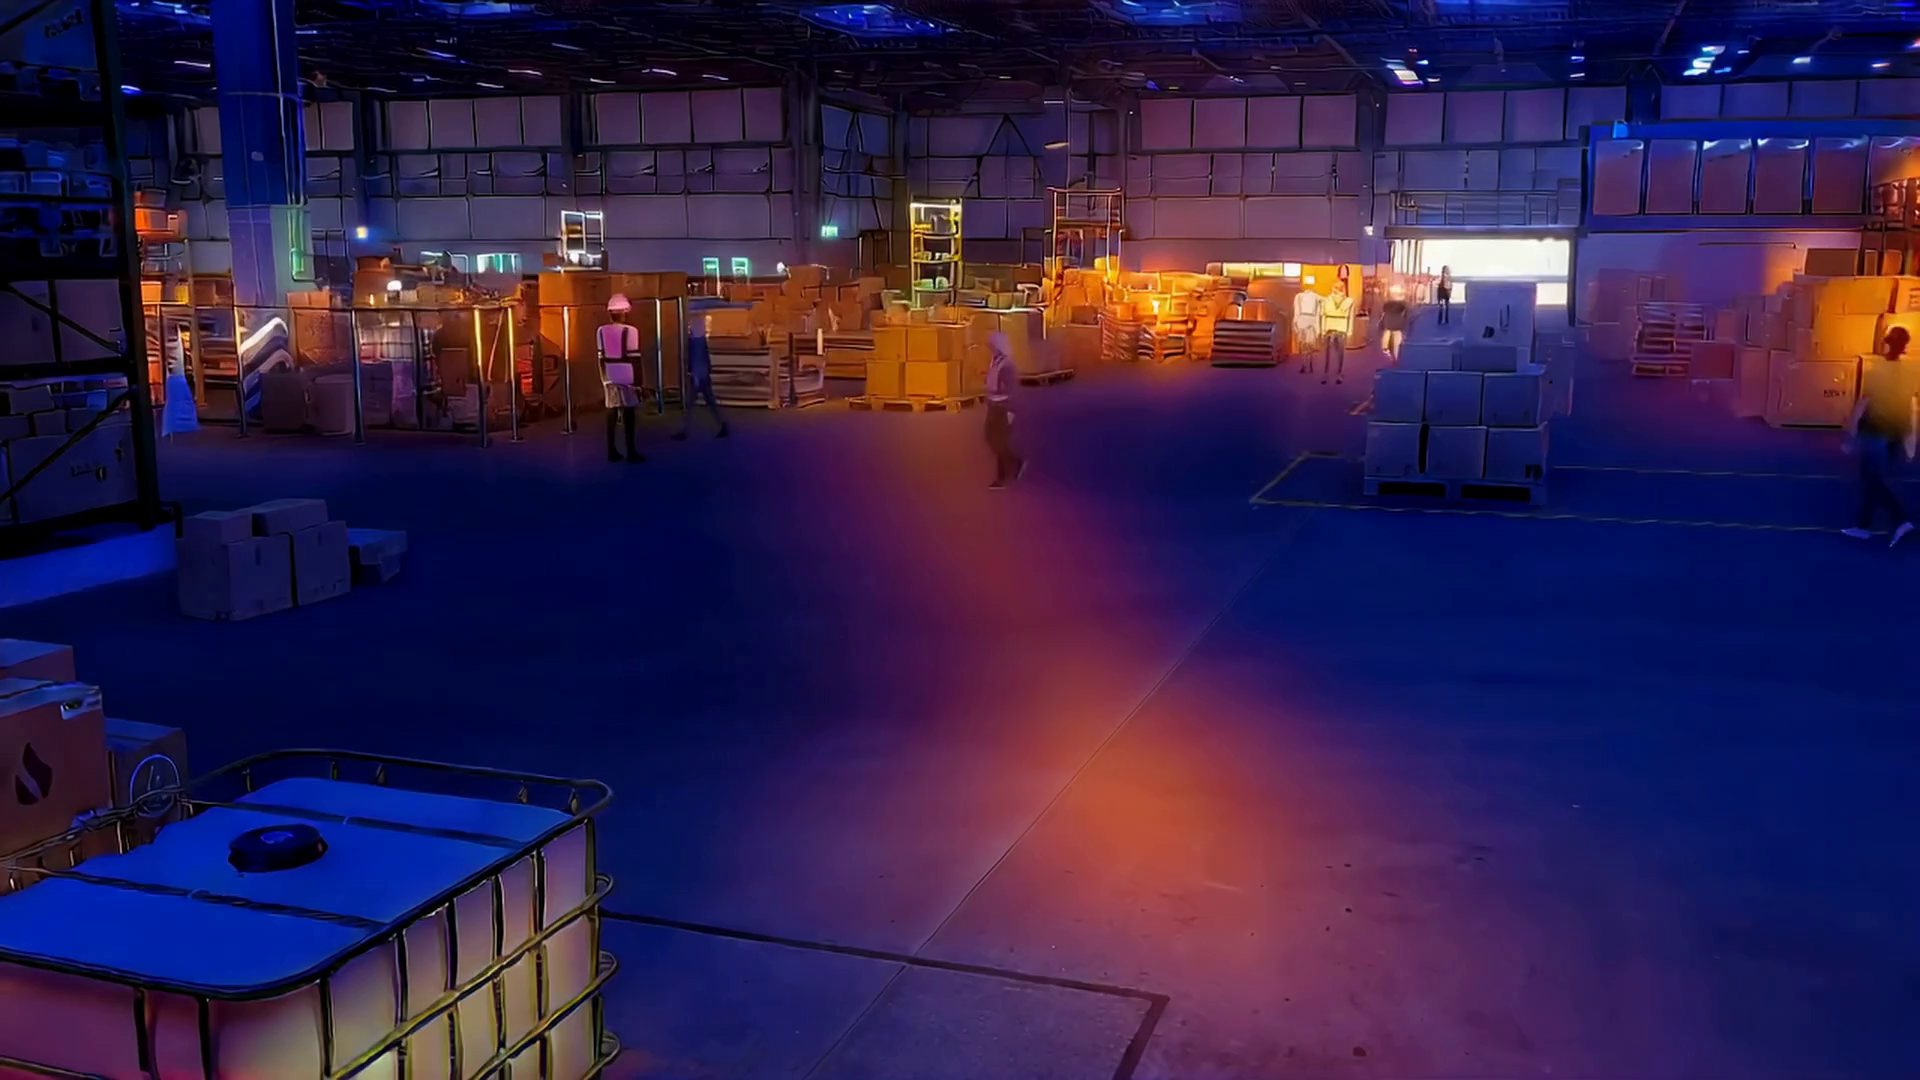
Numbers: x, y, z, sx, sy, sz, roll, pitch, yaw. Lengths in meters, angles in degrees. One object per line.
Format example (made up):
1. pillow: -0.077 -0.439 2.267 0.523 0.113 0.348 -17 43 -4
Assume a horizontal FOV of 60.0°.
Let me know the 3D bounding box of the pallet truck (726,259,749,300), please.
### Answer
1. pallet truck: -7.986 -9.493 62.019 0.823 1.965 1.885 3 11 17

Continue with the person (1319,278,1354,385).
1. person: 6.737 -3.733 29.803 0.596 1.917 0.372 4 11 23

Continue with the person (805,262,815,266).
1. person: -4.346 -7.203 49.092 0.521 2.007 0.614 -5 11 -28

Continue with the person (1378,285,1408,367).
1. person: 8.306 -4.019 31.936 0.556 1.730 0.502 2 10 12

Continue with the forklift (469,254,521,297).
1. forklift: -17.990 -10.121 64.684 1.157 1.987 2.680 3 11 17

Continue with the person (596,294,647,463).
1. person: -3.900 -1.849 19.139 0.543 1.939 0.371 4 11 22

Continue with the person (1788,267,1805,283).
1. person: 20.043 -5.566 40.008 0.385 1.958 0.608 0 10 -1

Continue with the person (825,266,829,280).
1. person: -4.051 -7.445 50.914 1.013 1.846 0.664 8 13 40

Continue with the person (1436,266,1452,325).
1. person: 15.224 -7.680 52.259 0.516 1.836 0.341 8 13 38

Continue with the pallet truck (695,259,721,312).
1. pallet truck: -9.165 -9.627 62.776 0.823 1.965 1.885 4 11 23

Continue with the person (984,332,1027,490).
1. person: 0.469 -1.329 17.076 0.459 1.622 0.531 -5 11 -28

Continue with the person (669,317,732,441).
1. person: -3.307 -2.067 21.331 0.841 1.592 0.515 -7 12 -35

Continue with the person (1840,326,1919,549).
1. person: 7.746 -0.859 13.869 0.534 1.841 0.893 -2 10 -10

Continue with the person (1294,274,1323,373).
1. person: 6.846 -4.244 32.663 0.581 1.931 0.386 1 10 3

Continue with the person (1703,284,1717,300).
1. person: 23.528 -7.687 52.139 0.738 1.897 0.398 -2 10 -8

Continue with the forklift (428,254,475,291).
1. forklift: -20.133 -10.254 65.465 1.157 1.987 2.680 3 11 19
